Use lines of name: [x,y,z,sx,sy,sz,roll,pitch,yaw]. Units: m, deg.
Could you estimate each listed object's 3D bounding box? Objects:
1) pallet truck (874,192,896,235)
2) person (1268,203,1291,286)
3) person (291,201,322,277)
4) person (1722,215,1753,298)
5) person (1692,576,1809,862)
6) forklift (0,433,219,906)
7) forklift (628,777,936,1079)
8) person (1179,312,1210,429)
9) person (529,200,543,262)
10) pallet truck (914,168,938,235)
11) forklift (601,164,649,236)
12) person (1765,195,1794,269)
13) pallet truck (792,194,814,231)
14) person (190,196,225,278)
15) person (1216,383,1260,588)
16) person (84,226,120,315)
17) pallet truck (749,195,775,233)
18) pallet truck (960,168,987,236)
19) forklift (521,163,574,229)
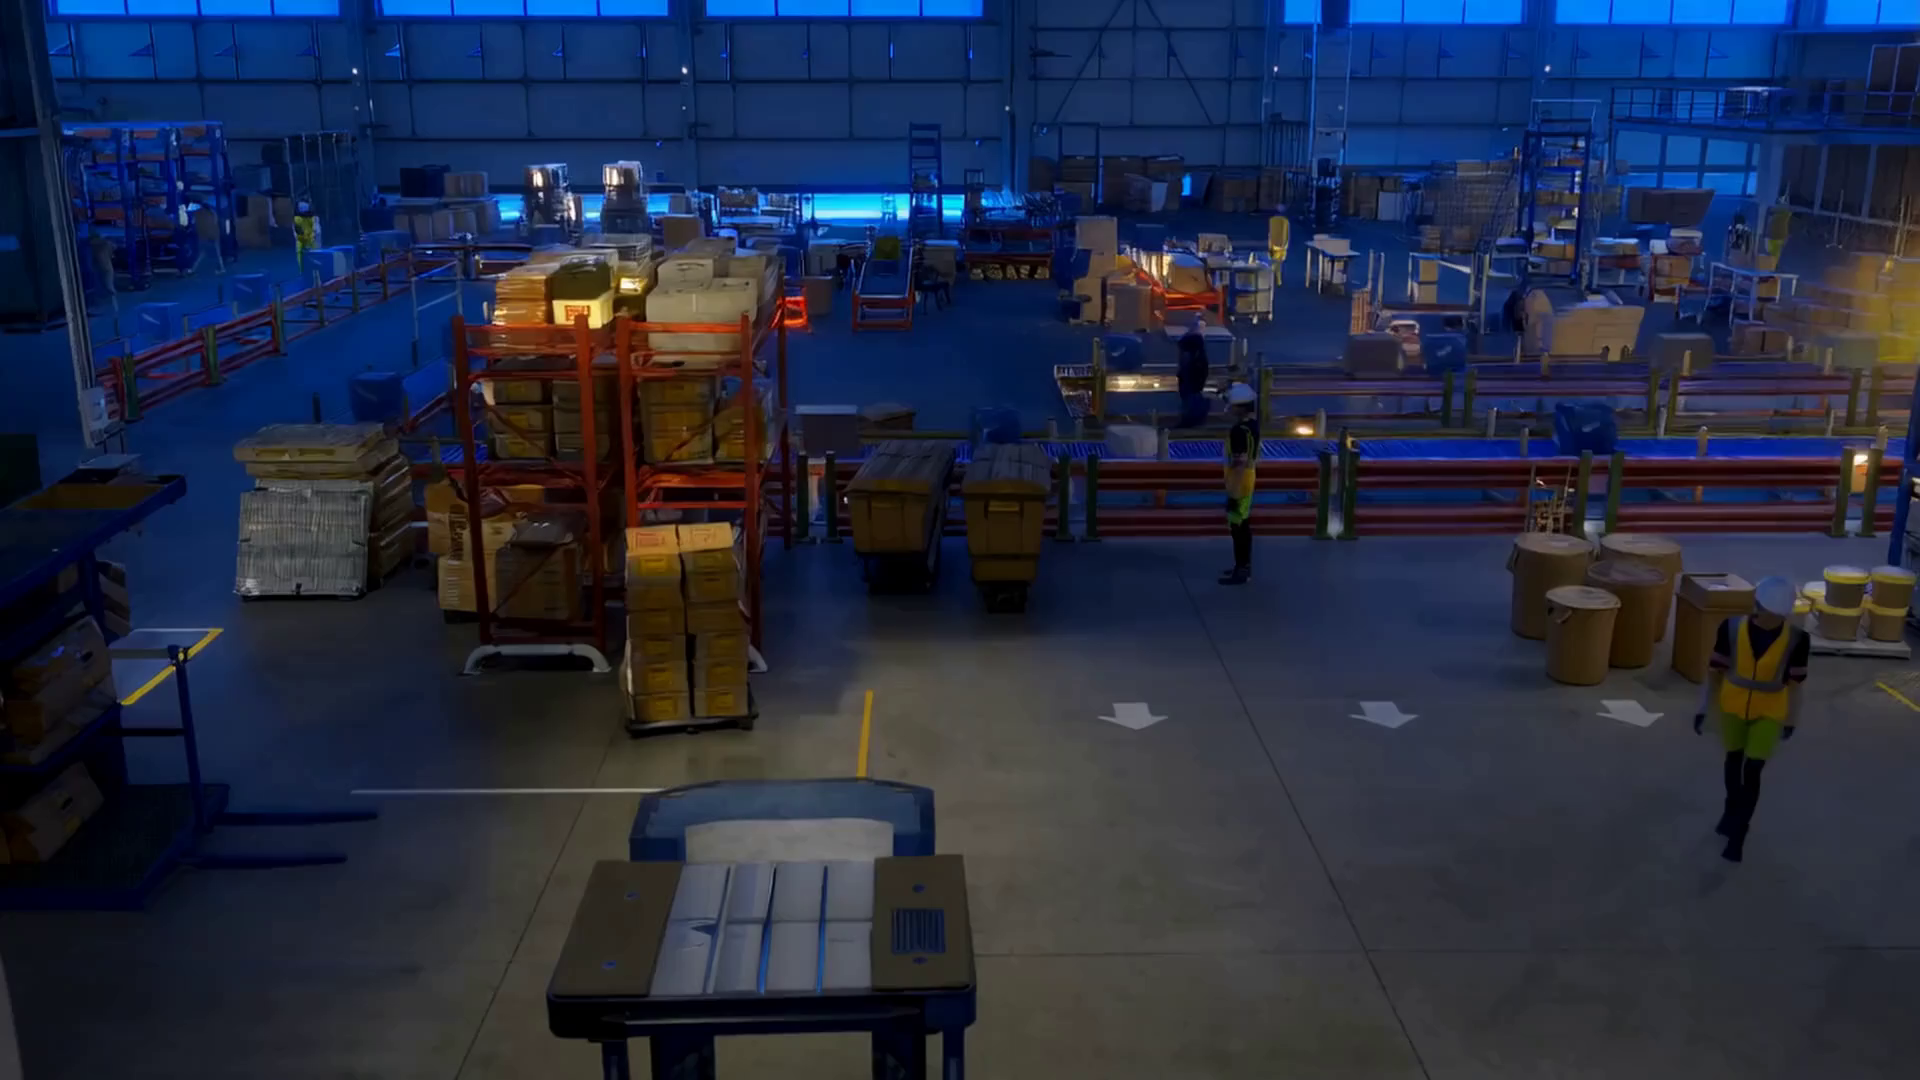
pallet truck: [-2.277,-9.986,50.594,0.653,1.274,1.630,0,16,-1]
person: [7.411,-6.855,38.655,0.554,1.904,0.794,3,16,10]
person: [-14.879,-6.716,37.956,0.619,2.029,0.457,-3,16,-12]
person: [17.078,-6.223,36.596,0.595,1.824,0.404,15,22,42]
person: [5.130,1.139,10.862,0.587,1.887,0.896,12,20,36]
forklift: [-5.952,0.780,10.366,1.873,2.768,1.129,0,16,-1]
forklift: [-0.542,2.165,5.552,1.129,2.768,1.873,-1,16,-2]
person: [3.141,-2.088,22.112,0.513,1.889,0.640,2,16,7]
person: [-10.619,-7.698,41.896,0.903,1.714,0.540,-10,19,-31]
pallet truck: [-0.989,-10.316,50.507,0.823,1.965,1.885,1,16,3]
forklift: [-9.948,-10.127,49.296,1.157,1.987,2.680,-1,16,-3]
person: [19.769,-7.337,40.187,0.621,1.974,0.487,5,17,16]
pallet truck: [-4.814,-9.883,50.259,0.704,1.261,1.522,-1,16,-3]
person: [-18.172,-7.262,39.972,0.642,1.957,0.849,5,17,18]
person: [2.737,-0.540,16.444,0.393,2.041,0.614,7,17,23]
person: [-17.691,-5.580,34.351,0.592,1.823,0.628,0,16,-1]
pallet truck: [-6.051,-9.967,50.660,0.680,1.201,1.601,0,16,-1]
pallet truck: [0.383,-10.230,50.206,0.823,1.965,1.885,-1,16,-3]
forklift: [-12.233,-10.122,49.298,1.157,1.987,2.680,0,16,-1]
